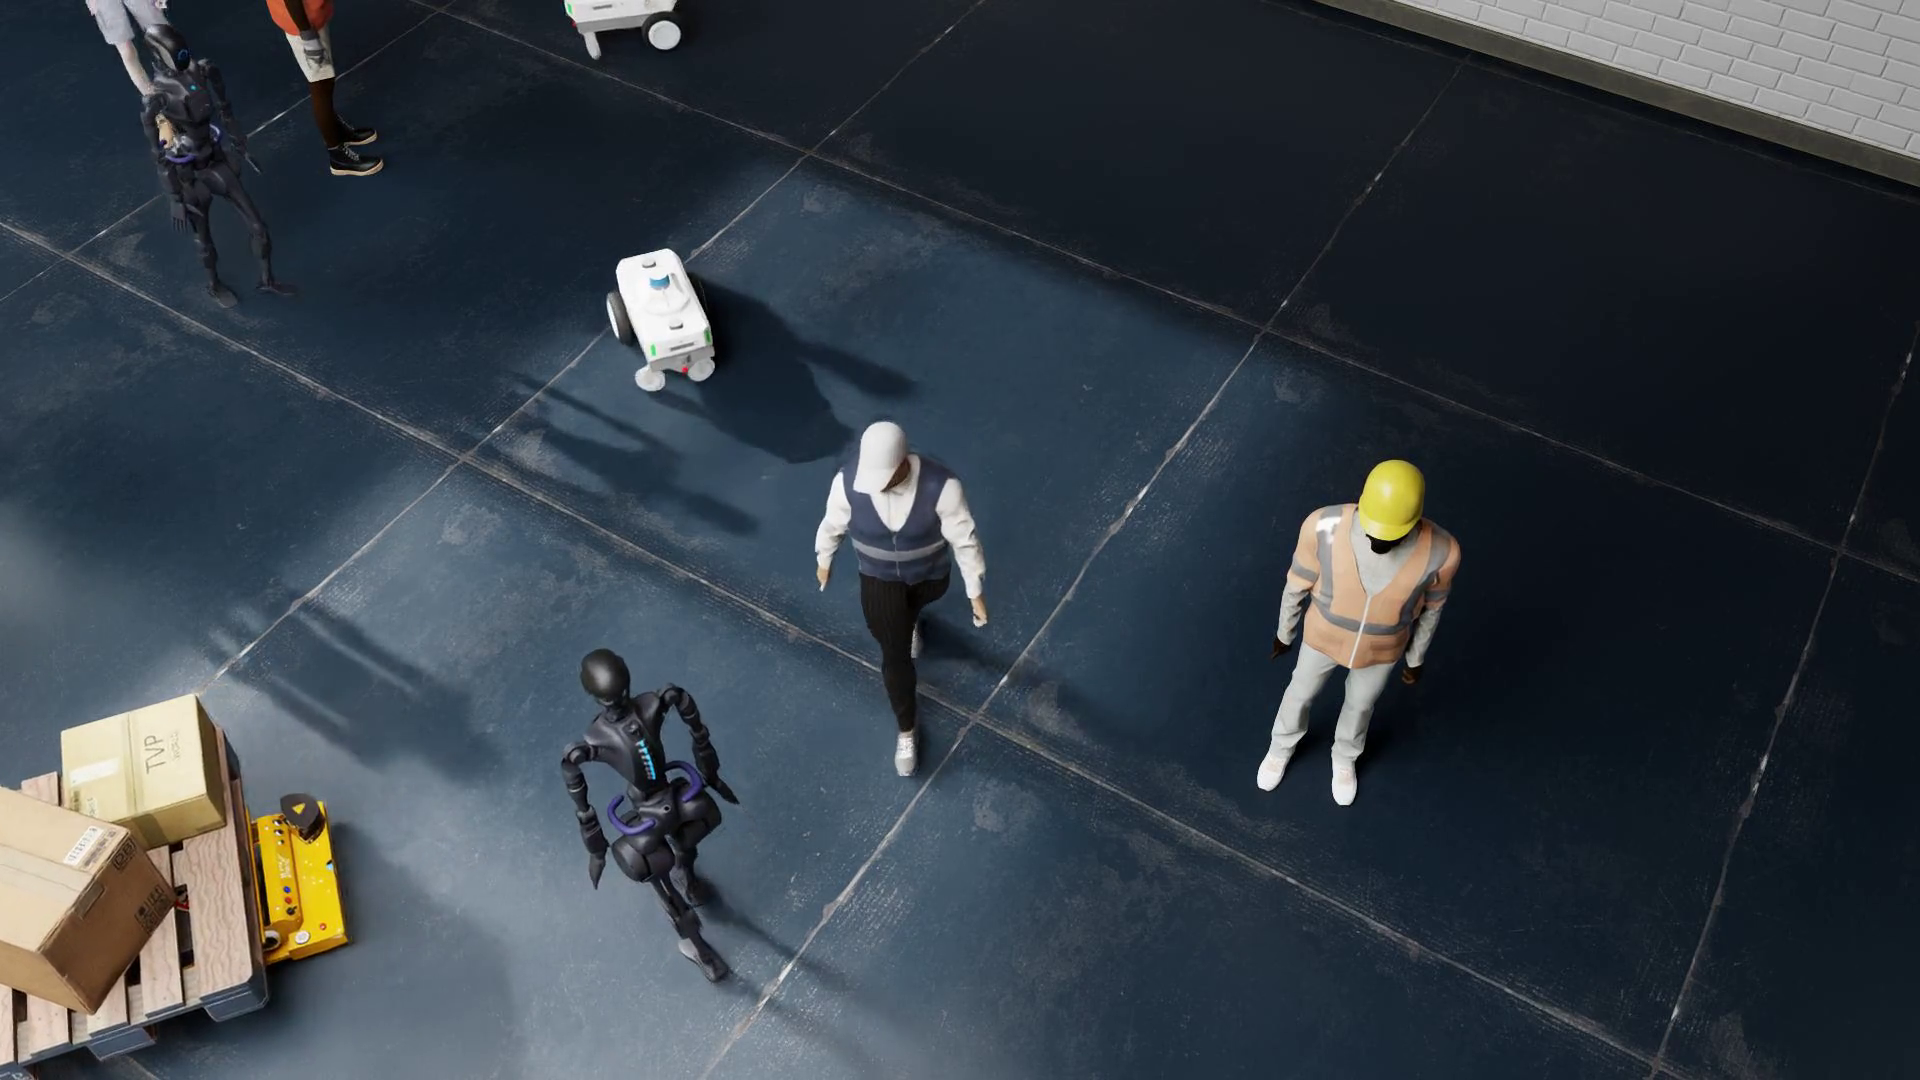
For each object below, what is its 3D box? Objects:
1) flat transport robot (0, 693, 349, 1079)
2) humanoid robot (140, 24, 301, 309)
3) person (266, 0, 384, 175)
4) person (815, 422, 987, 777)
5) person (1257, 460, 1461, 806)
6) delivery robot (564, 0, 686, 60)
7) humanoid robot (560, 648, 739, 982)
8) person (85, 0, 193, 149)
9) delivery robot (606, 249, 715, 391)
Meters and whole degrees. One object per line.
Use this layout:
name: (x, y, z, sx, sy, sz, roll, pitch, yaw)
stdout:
flat transport robot: (-3.184, 1.500, 6.504, 1.431, 0.231, 0.659, -17, 51, -14)
humanoid robot: (-3.886, -1.904, 8.545, 0.504, 1.639, 0.590, 19, 51, 16)
person: (-3.649, -2.956, 9.274, 0.362, 1.963, 0.611, -13, 50, -12)
person: (-0.243, 0.109, 6.767, 0.681, 1.697, 0.944, -4, 49, -3)
person: (1.510, 0.381, 6.383, 0.592, 1.924, 0.380, 11, 50, 9)
delivery robot: (-2.124, -3.422, 10.629, 0.785, 0.614, 0.524, -10, 50, -9)
humanoid robot: (-1.087, 1.005, 6.010, 0.612, 1.634, 0.551, -33, 57, -26)
person: (-4.878, -3.263, 9.614, 0.508, 1.862, 0.789, -13, 50, -11)
delivery robot: (-1.540, -1.177, 8.662, 0.499, 0.605, 0.777, -17, 51, -14)
